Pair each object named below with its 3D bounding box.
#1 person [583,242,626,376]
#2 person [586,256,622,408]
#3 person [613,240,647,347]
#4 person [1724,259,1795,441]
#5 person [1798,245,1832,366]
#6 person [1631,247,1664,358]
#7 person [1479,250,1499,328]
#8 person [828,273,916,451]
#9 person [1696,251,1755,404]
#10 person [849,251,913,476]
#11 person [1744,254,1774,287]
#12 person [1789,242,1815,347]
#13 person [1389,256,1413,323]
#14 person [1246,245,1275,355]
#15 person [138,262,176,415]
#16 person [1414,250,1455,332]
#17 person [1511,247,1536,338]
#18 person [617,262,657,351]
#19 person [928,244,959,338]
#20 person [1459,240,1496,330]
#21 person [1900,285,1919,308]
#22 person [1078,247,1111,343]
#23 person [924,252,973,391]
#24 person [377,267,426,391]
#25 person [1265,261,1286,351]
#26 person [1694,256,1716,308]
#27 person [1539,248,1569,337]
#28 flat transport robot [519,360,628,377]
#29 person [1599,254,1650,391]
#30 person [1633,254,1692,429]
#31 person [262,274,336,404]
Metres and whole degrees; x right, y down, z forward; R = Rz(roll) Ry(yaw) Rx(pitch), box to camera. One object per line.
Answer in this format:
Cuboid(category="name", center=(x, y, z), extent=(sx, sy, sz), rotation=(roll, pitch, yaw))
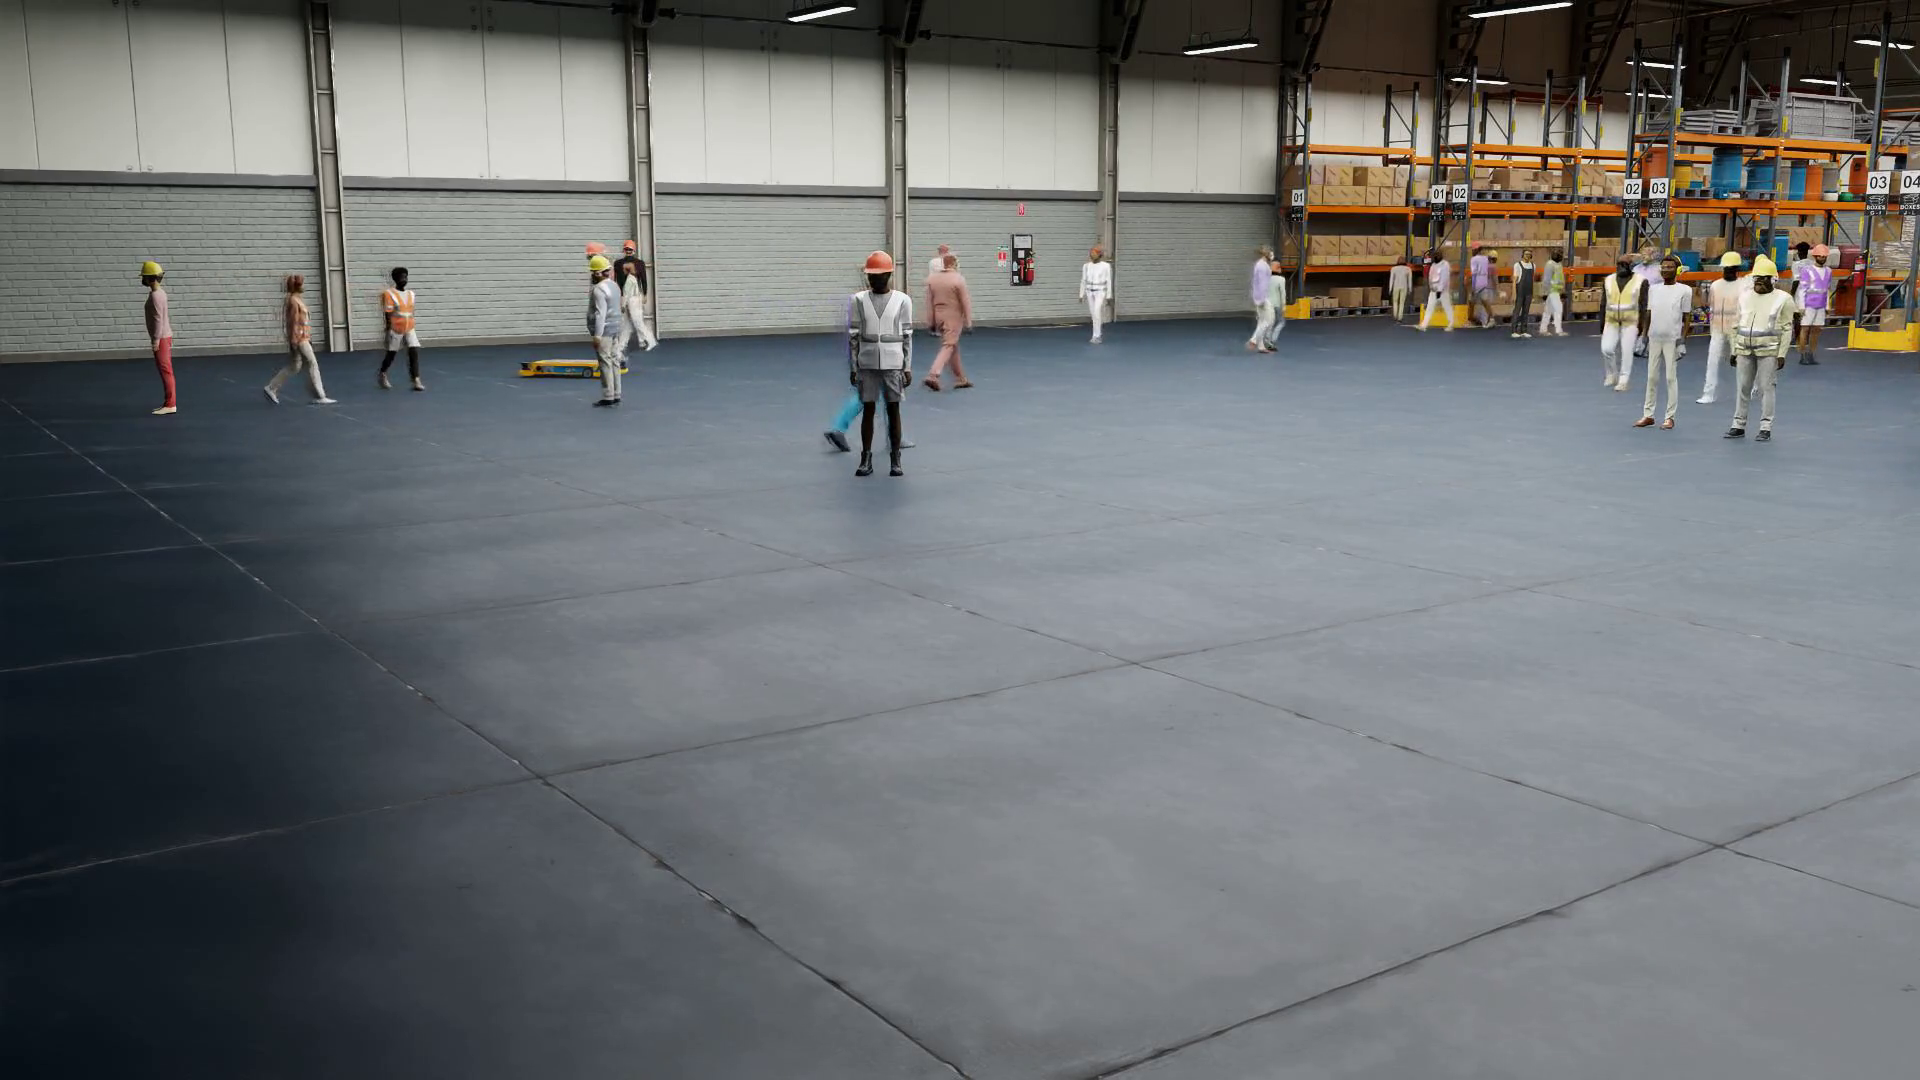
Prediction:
Cuboid(category="person", center=(-5.320, -3.416, 24.650), extent=(0.477, 1.975, 0.647), rotation=(-5, 12, -27))
Cuboid(category="person", center=(-4.307, -2.514, 20.121), extent=(0.404, 1.827, 0.600), rotation=(2, 10, 10))
Cuboid(category="person", center=(-6.187, -4.629, 31.259), extent=(0.623, 1.992, 0.396), rotation=(-2, 10, -8))
Cuboid(category="person", center=(8.091, -1.921, 16.860), extent=(0.403, 1.833, 0.591), rotation=(-9, 14, -40))
Cuboid(category="person", center=(13.753, -3.767, 26.762), extent=(0.562, 1.934, 0.510), rotation=(-2, 11, -13))
Cuboid(category="person", center=(11.666, -4.050, 28.442), extent=(0.946, 1.862, 0.670), rotation=(-8, 13, -37))
Cuboid(category="person", center=(11.908, -5.628, 37.407), extent=(0.409, 1.751, 0.558), rotation=(-3, 11, -15))
Cuboid(category="person", center=(-0.852, -1.752, 15.992), extent=(0.869, 1.819, 0.574), rotation=(-7, 13, -35))
Cuboid(category="person", center=(9.594, -2.638, 20.659), extent=(0.963, 1.890, 0.594), rotation=(-7, 12, -33))
Cuboid(category="person", center=(-0.683, -1.511, 14.327), extent=(0.552, 1.935, 0.351), rotation=(0, 10, 2))
Cuboid(category="person", center=(13.385, -3.902, 27.905), extent=(0.534, 1.767, 0.319), rotation=(0, 10, -2))
Cuboid(category="person", center=(15.744, -4.588, 31.127), extent=(0.603, 1.962, 0.372), rotation=(-5, 11, -25))
Cuboid(category="person", center=(10.569, -6.001, 39.840), extent=(0.529, 1.596, 0.780), rotation=(4, 11, 19))
Cuboid(category="person", center=(5.297, -4.166, 28.928), extent=(0.434, 1.918, 0.650), rotation=(2, 10, 9))
Cuboid(category="person", center=(-9.336, -2.342, 19.355), extent=(0.313, 1.768, 0.528), rotation=(-4, 11, -21))
Cuboid(category="person", center=(10.375, -5.387, 36.036), extent=(0.988, 1.786, 0.642), rotation=(-4, 11, -20))
Cuboid(category="person", center=(11.495, -5.036, 33.906), extent=(0.516, 1.841, 0.326), rotation=(-4, 11, -20))
Cuboid(category="person", center=(-5.878, -4.195, 29.960), extent=(0.826, 1.605, 0.519), rotation=(-1, 10, -7))
Cuboid(category="person", center=(-0.344, -5.082, 33.988), extent=(0.652, 1.906, 0.403), rotation=(-2, 11, -13))
Cuboid(category="person", center=(11.566, -5.646, 36.907), extent=(0.639, 1.980, 1.015), rotation=(-7, 12, -33))
Cuboid(category="person", center=(19.174, -4.967, 33.309), extent=(0.631, 1.932, 0.372), rotation=(4, 11, 23))
Cuboid(category="person", center=(2.562, -4.722, 32.132), extent=(0.595, 1.855, 0.725), rotation=(7, 13, 34))
Cuboid(category="person", center=(-0.149, -2.938, 22.362), extent=(0.979, 1.865, 0.657), rotation=(-10, 14, -43))
Cuboid(category="person", center=(-7.566, -2.842, 22.369), extent=(0.803, 1.668, 0.530), rotation=(8, 13, 37))
Cuboid(category="person", center=(5.645, -4.190, 29.849), extent=(0.520, 1.620, 0.341), rotation=(10, 14, 43))
Cuboid(category="person", center=(17.115, -5.687, 38.110), extent=(0.665, 1.617, 0.536), rotation=(-7, 12, -34))
Cuboid(category="person", center=(12.353, -5.091, 34.297), extent=(0.791, 1.814, 0.631), rotation=(7, 12, 32))
Cuboid(category="flat transport robot", center=(-5.699, -2.543, 24.554), extent=(1.431, 0.197, 0.652), rotation=(1, 10, 8))
Cuboid(category="person", center=(8.873, -2.908, 22.282), extent=(0.642, 1.827, 0.433), rotation=(8, 13, 37))
Cuboid(category="person", center=(7.563, -2.127, 17.876), extent=(0.328, 1.877, 0.513), rotation=(-9, 14, -40))
Cuboid(category="person", center=(-8.174, -2.462, 20.432), extent=(0.786, 1.612, 0.512), rotation=(-4, 11, -21))
